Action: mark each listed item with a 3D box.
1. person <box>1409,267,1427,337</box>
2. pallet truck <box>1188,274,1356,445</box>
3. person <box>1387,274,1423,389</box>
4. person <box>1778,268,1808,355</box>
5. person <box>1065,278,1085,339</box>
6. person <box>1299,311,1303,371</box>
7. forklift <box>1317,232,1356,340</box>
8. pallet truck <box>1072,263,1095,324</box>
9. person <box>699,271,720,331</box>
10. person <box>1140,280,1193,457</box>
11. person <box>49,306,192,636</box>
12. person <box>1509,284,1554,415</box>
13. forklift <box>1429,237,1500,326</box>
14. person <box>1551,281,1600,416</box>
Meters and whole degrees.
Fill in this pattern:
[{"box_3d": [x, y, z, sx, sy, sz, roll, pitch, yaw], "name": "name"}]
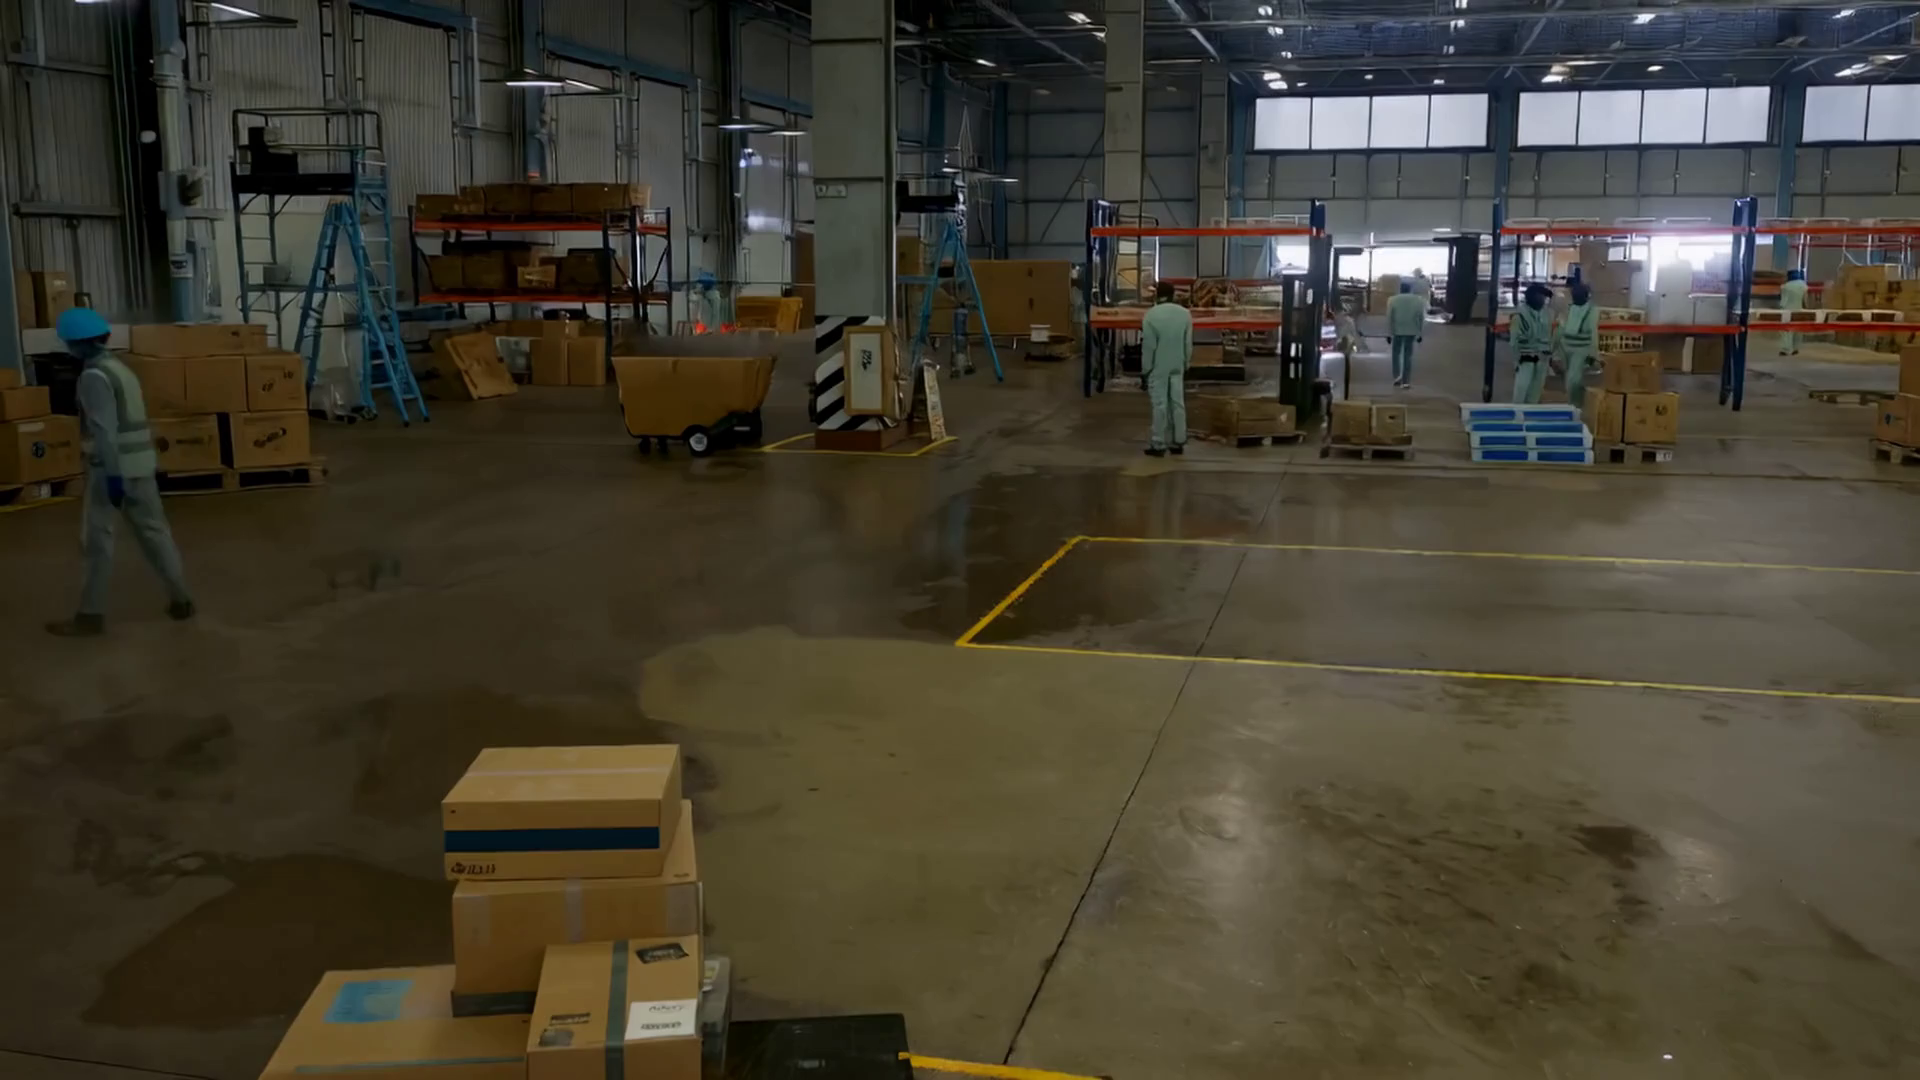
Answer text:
[{"box_3d": [12.490, -6.517, 45.589, 0.636, 1.920, 0.651, 0, 10, -2], "name": "person"}, {"box_3d": [3.653, -2.138, 19.590, 1.885, 1.965, 0.823, -4, 10, -20], "name": "pallet truck"}, {"box_3d": [7.392, -3.461, 27.655, 0.601, 1.910, 0.452, 1, 10, 9], "name": "person"}, {"box_3d": [18.593, -5.095, 37.169, 0.635, 1.937, 0.354, -1, 10, -8], "name": "person"}, {"box_3d": [3.008, -5.866, 42.547, 0.870, 1.644, 0.540, -4, 11, -24], "name": "person"}, {"box_3d": [6.711, -4.092, 31.878, 0.484, 1.736, 0.347, -8, 13, -40], "name": "person"}, {"box_3d": [9.533, -6.682, 43.748, 1.873, 2.768, 1.129, 2, 10, 14], "name": "forklift"}, {"box_3d": [4.325, -8.180, 55.162, 0.823, 1.965, 1.885, 6, 11, 31], "name": "pallet truck"}, {"box_3d": [-4.445, -3.792, 29.506, 0.358, 1.937, 0.544, 0, 10, -2], "name": "person"}, {"box_3d": [2.244, -1.875, 18.225, 0.629, 1.936, 0.379, -5, 11, -27], "name": "person"}, {"box_3d": [-4.952, -0.417, 9.787, 0.685, 1.902, 0.656, -1, 10, -6], "name": "person"}, {"box_3d": [7.082, -2.227, 20.560, 0.632, 1.846, 0.429, -4, 11, -24], "name": "person"}, {"box_3d": [15.958, -8.151, 52.394, 1.873, 2.768, 1.129, -2, 10, -12], "name": "forklift"}, {"box_3d": [8.038, -2.463, 21.852, 0.478, 1.868, 0.625, -4, 11, -24], "name": "person"}]
